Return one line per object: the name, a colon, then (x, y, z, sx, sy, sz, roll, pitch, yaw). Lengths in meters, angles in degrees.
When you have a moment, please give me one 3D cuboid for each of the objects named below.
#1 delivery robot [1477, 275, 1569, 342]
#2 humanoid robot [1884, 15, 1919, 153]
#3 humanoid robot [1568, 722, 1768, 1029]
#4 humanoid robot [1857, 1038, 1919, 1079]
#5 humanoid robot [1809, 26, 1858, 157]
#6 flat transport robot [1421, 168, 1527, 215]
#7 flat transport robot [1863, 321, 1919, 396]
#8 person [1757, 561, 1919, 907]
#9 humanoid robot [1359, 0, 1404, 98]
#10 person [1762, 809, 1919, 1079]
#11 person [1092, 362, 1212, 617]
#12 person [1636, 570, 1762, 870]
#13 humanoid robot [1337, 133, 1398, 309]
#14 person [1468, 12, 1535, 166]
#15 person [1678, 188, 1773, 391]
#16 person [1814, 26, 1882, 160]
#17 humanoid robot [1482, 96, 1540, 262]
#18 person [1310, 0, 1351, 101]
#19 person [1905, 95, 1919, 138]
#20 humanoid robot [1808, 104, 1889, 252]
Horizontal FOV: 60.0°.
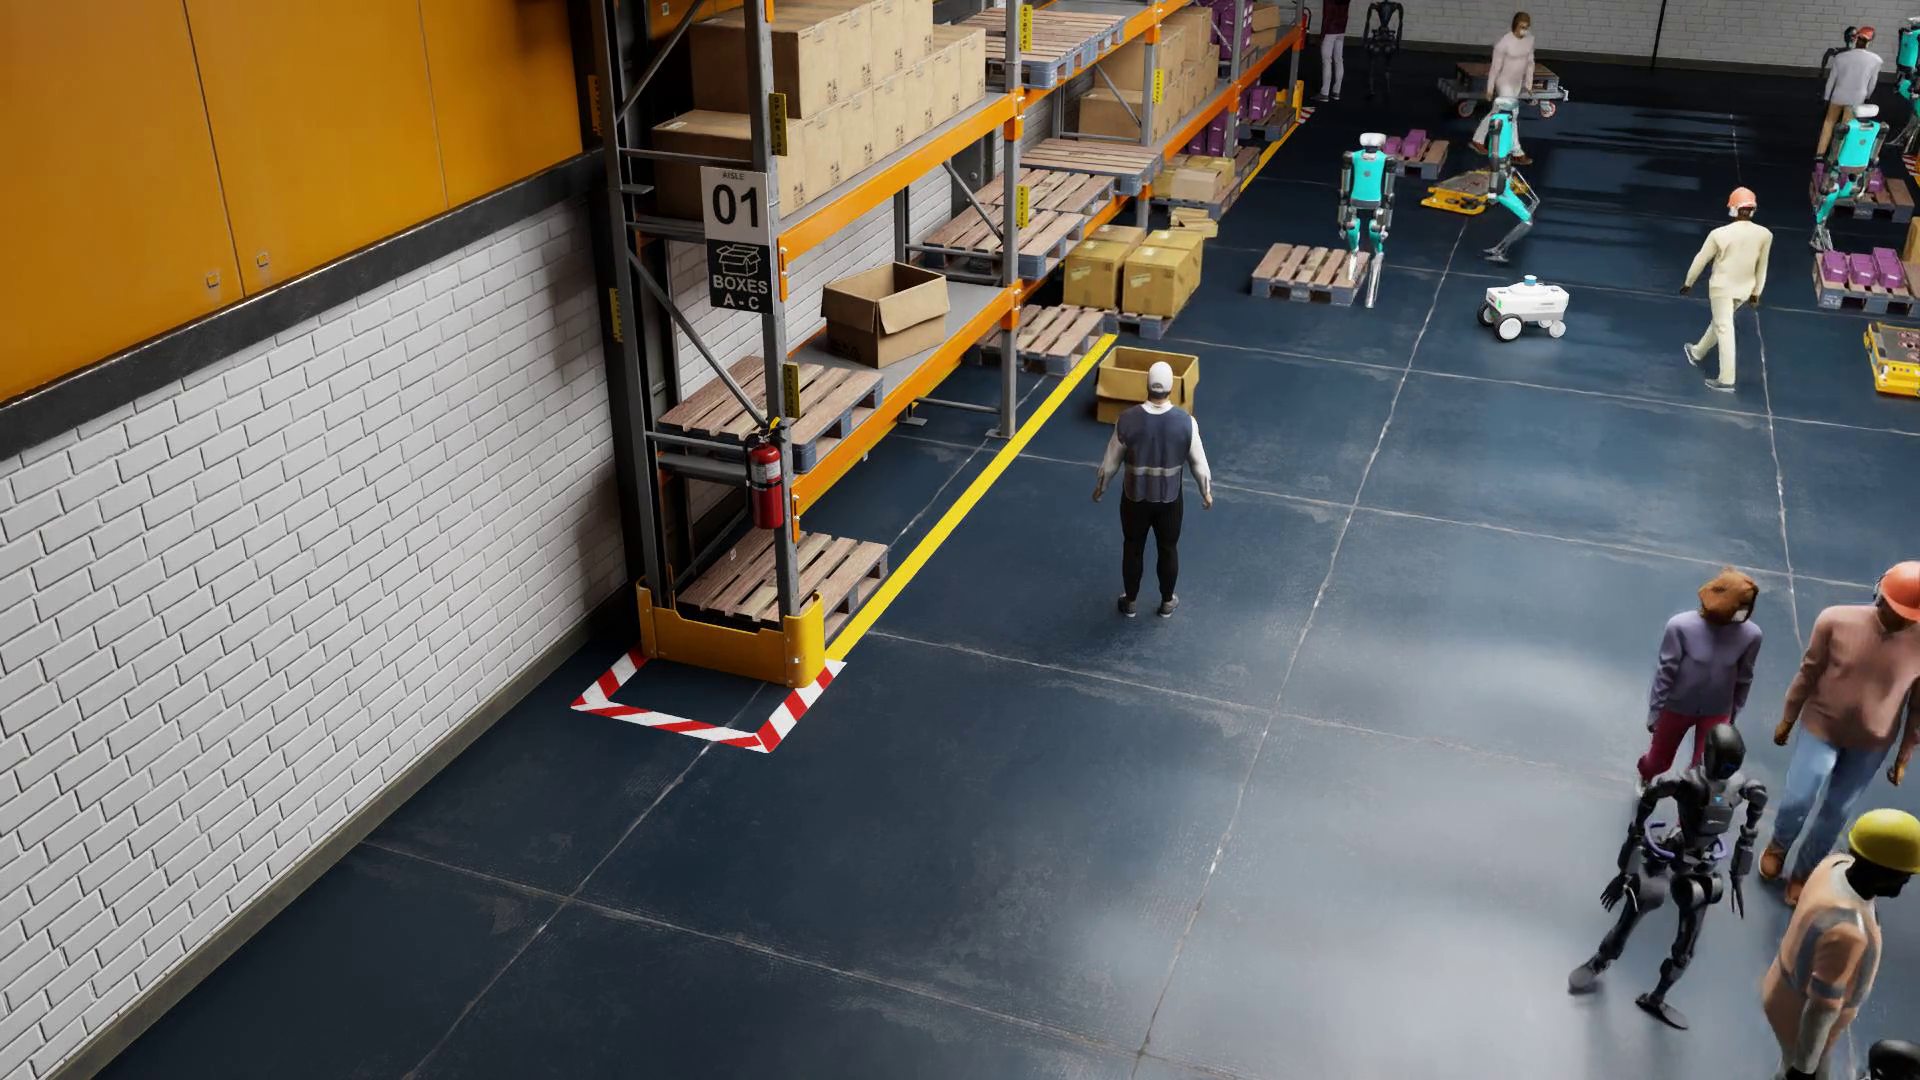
delivery robot: (5.328, -2.198, 15.697, 0.782, 0.589, 0.499, -3, 27, -5)
humanoid robot: (12.431, -5.865, 21.568, 0.748, 1.820, 0.540, -2, 27, -4)
humanoid robot: (3.183, 1.454, 7.403, 0.616, 1.644, 0.483, 1, 27, 1)
humanoid robot: (2.979, 2.355, 5.643, 0.448, 1.644, 0.613, 9, 29, 18)
humanoid robot: (11.284, -5.751, 21.384, 0.601, 1.643, 0.406, 13, 30, 24)
flat transport robot: (6.135, -4.147, 19.794, 0.659, 0.231, 1.431, 22, 35, 36)
flat transport robot: (8.513, -1.608, 14.870, 0.659, 0.231, 1.431, 10, 29, 19)
person: (4.308, 0.951, 8.054, 0.633, 1.968, 0.442, 12, 30, 22)
humanoid robot: (6.207, -7.346, 24.505, 0.601, 1.647, 0.582, 3, 27, 5)
person: (3.238, 1.807, 6.458, 0.618, 1.910, 0.604, 10, 29, 19)
person: (1.243, -0.312, 10.728, 0.775, 1.757, 0.435, 2, 27, 5)
person: (3.803, 0.869, 8.603, 0.511, 1.598, 0.685, 5, 28, 10)
humanoid robot: (3.962, -3.126, 16.201, 0.541, 1.775, 0.692, 10, 29, 19)
person: (7.006, -5.798, 21.248, 0.646, 1.880, 1.002, -18, 32, -31)
person: (6.649, -2.209, 14.472, 0.580, 1.684, 0.912, -5, 28, -9)
person: (11.246, -5.622, 21.063, 0.574, 1.723, 0.591, 11, 29, 20)
humanoid robot: (5.767, -3.707, 17.230, 0.732, 1.697, 0.530, 15, 31, 26)
person: (5.454, -7.410, 24.297, 0.488, 1.946, 0.429, -16, 31, -28)
person: (13.142, -6.287, 22.234, 0.622, 1.841, 0.431, 12, 30, 23)
humanoid robot: (9.181, -3.748, 17.420, 0.538, 1.726, 1.015, 0, 27, -1)
